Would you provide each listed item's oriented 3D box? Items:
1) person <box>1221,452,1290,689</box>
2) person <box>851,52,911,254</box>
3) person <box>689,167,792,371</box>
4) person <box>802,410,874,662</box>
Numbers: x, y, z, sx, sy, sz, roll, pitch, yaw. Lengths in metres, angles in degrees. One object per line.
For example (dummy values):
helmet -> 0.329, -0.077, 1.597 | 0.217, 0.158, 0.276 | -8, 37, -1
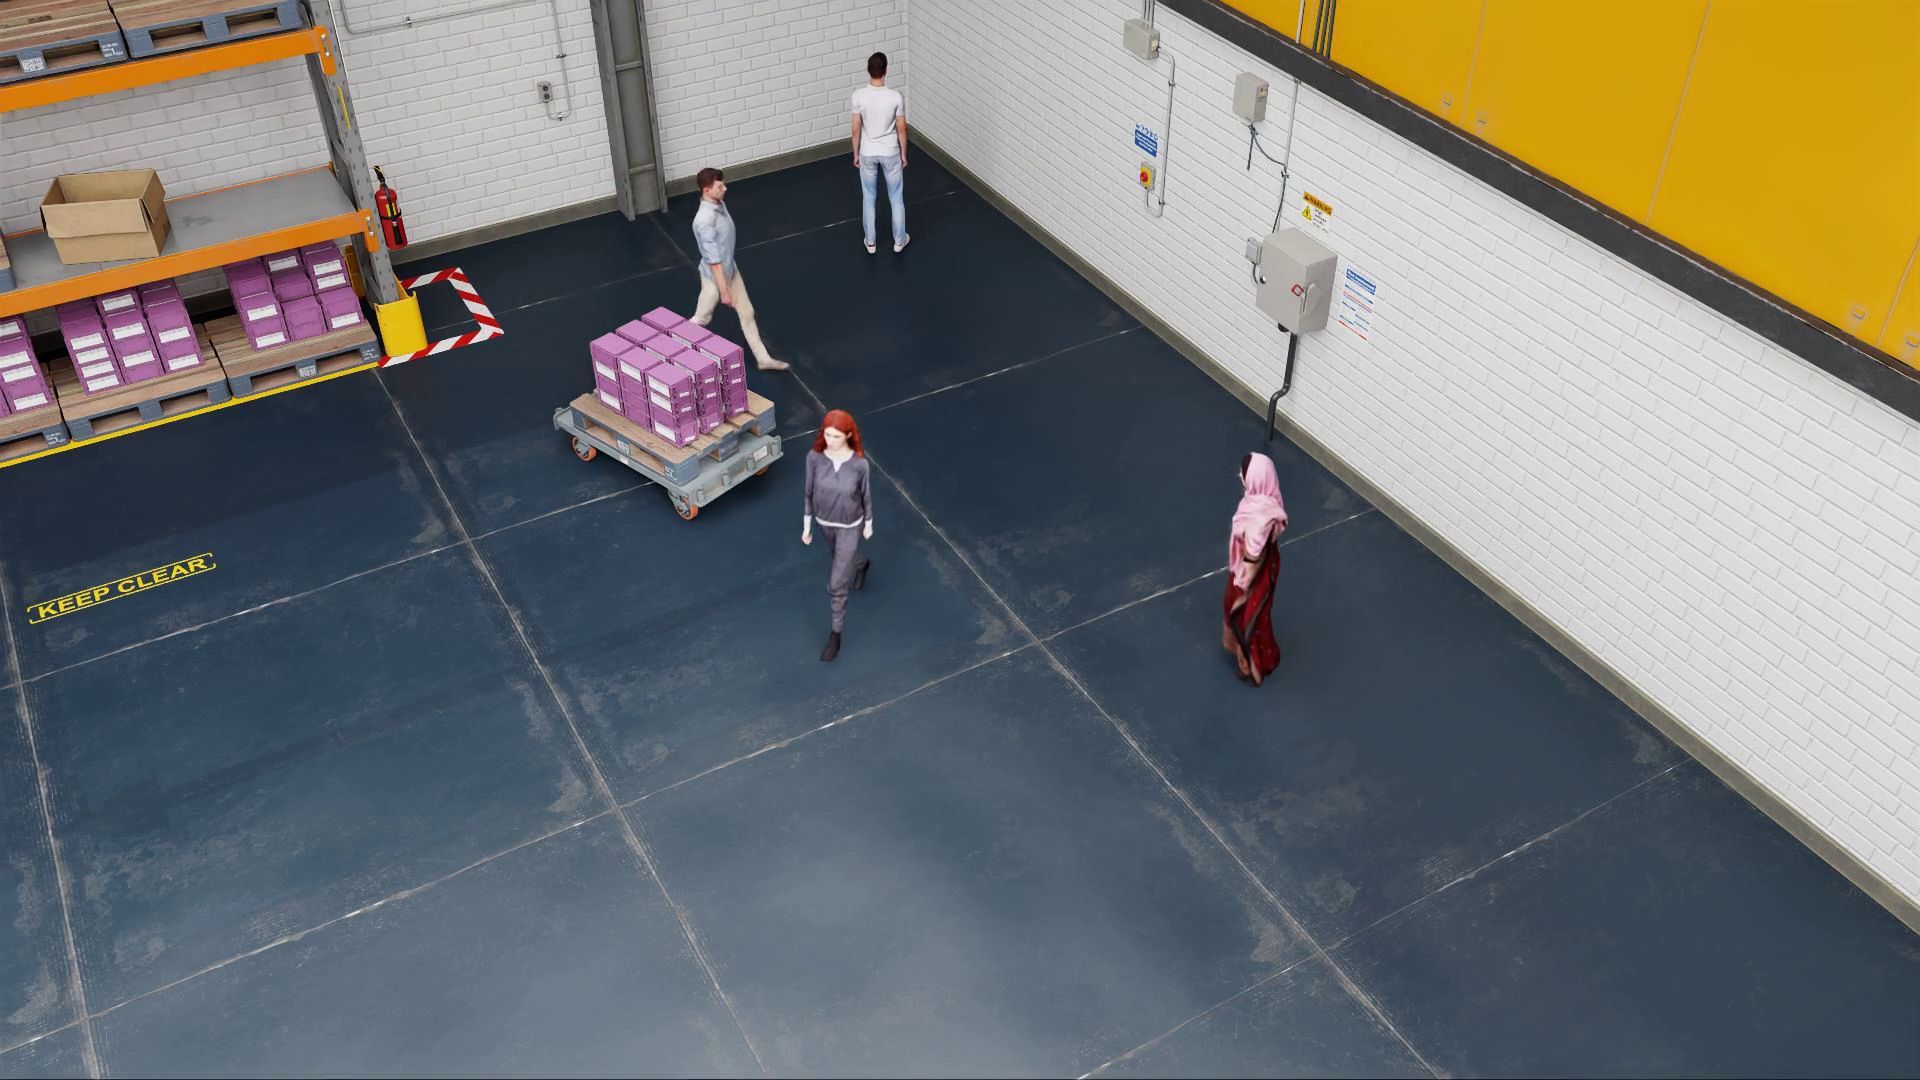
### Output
person -> 1.889, 0.149, 10.600 | 0.930, 1.616, 0.874 | 9, 40, 11
person -> -0.717, -3.462, 14.934 | 0.679, 1.850, 0.790 | 1, 39, 2
person -> -2.017, -2.107, 13.275 | 1.298, 1.803, 1.168 | 6, 39, 7
person -> -0.768, -0.139, 10.860 | 1.067, 1.742, 1.190 | 13, 40, 16
